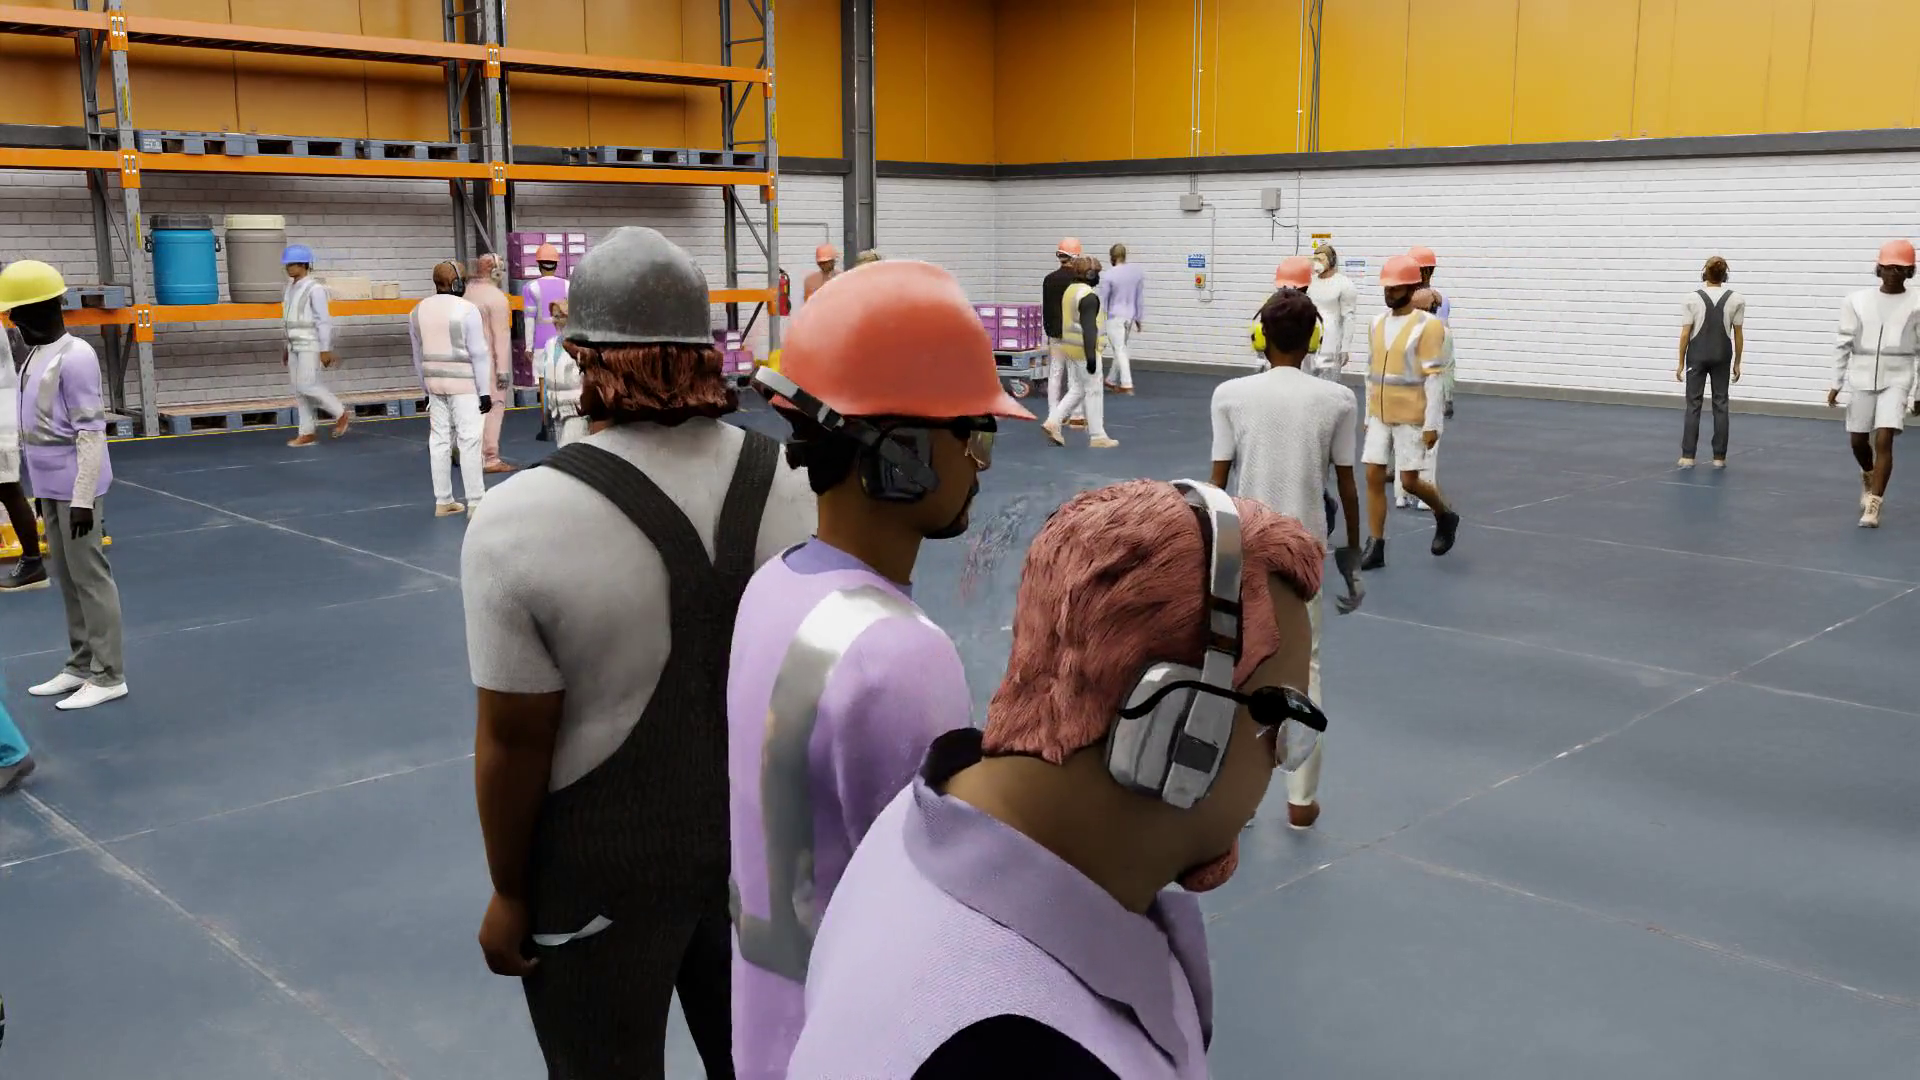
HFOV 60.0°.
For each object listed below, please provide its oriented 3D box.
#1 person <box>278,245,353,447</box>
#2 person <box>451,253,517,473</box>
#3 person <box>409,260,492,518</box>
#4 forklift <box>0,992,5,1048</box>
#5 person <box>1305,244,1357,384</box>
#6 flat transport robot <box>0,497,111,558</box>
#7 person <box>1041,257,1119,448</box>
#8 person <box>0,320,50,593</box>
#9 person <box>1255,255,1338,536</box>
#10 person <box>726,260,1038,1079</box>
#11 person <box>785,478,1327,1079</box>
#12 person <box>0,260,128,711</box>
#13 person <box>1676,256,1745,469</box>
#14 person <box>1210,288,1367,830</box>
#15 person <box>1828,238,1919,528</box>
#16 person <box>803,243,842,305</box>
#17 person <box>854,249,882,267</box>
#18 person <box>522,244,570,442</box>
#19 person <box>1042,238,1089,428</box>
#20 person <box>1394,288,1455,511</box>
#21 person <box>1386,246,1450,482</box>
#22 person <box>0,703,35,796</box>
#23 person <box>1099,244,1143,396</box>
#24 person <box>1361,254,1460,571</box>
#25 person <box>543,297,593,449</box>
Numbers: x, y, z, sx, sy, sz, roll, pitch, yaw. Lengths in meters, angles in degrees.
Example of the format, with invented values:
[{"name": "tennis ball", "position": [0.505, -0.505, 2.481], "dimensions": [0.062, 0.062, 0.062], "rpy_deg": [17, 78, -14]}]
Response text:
[{"name": "person", "position": [-6.252, -1.860, 15.984], "dimensions": [0.613, 1.932, 0.519], "rpy_deg": [9, 14, 41]}, {"name": "person", "position": [-4.086, -1.485, 14.108], "dimensions": [0.578, 1.883, 0.660], "rpy_deg": [-10, 14, -43]}, {"name": "person", "position": [-3.612, -1.073, 11.939], "dimensions": [0.625, 1.844, 0.429], "rpy_deg": [4, 11, 23]}, {"name": "forklift", "position": [-3.245, 0.323, 3.363], "dimensions": [2.313, 2.155, 1.214], "rpy_deg": [2, 11, 13]}, {"name": "person", "position": [3.444, -1.832, 15.811], "dimensions": [0.367, 1.939, 0.635], "rpy_deg": [-10, 14, -44]}, {"name": "flat transport robot", "position": [-6.170, -0.100, 10.916], "dimensions": [0.652, 0.197, 1.431], "rpy_deg": [-10, 15, -44]}, {"name": "person", "position": [1.145, -1.774, 15.825], "dimensions": [0.696, 1.822, 0.646], "rpy_deg": [-3, 11, -14]}, {"name": "person", "position": [-5.570, -0.642, 9.277], "dimensions": [0.790, 1.942, 0.619], "rpy_deg": [-7, 12, -33]}, {"name": "person", "position": [2.170, -0.863, 10.642], "dimensions": [0.582, 1.908, 0.759], "rpy_deg": [9, 14, 40]}, {"name": "person", "position": [-0.144, 0.656, 2.082], "dimensions": [1.047, 2.001, 0.607], "rpy_deg": [-2, 11, -13]}, {"name": "person", "position": [0.094, 0.867, 1.342], "dimensions": [0.965, 1.843, 0.659], "rpy_deg": [1, 10, 3]}, {"name": "person", "position": [-3.855, -0.231, 7.139], "dimensions": [0.381, 1.917, 0.585], "rpy_deg": [-10, 14, -43]}, {"name": "person", "position": [6.507, -1.535, 14.447], "dimensions": [0.517, 1.843, 0.325], "rpy_deg": [3, 11, 16]}, {"name": "person", "position": [1.114, 0.065, 5.736], "dimensions": [0.566, 1.847, 0.417], "rpy_deg": [2, 11, 11]}, {"name": "person", "position": [6.539, -1.124, 11.774], "dimensions": [0.612, 2.014, 0.914], "rpy_deg": [9, 14, 40]}, {"name": "person", "position": [-1.511, -2.501, 19.490], "dimensions": [0.628, 1.945, 0.851], "rpy_deg": [2, 11, 10]}, {"name": "person", "position": [-0.668, -1.225, 12.551], "dimensions": [0.646, 1.919, 0.451], "rpy_deg": [6, 12, 29]}, {"name": "person", "position": [-4.039, -1.942, 16.415], "dimensions": [0.550, 1.935, 0.375], "rpy_deg": [-6, 12, -30]}, {"name": "person", "position": [1.140, -2.172, 17.515], "dimensions": [0.608, 1.995, 0.377], "rpy_deg": [9, 14, 41]}, {"name": "person", "position": [3.394, -1.028, 12.252], "dimensions": [0.517, 1.640, 0.308], "rpy_deg": [10, 14, 43]}, {"name": "person", "position": [3.686, -1.397, 13.445], "dimensions": [0.358, 1.937, 0.548], "rpy_deg": [-4, 11, -23]}, {"name": "person", "position": [-3.761, 0.102, 5.720], "dimensions": [0.989, 1.784, 0.684], "rpy_deg": [-10, 14, -42]}, {"name": "person", "position": [1.970, -2.809, 21.226], "dimensions": [0.654, 1.901, 0.837], "rpy_deg": [-7, 13, -35]}, {"name": "person", "position": [2.718, -0.773, 10.108], "dimensions": [0.749, 1.917, 0.552], "rpy_deg": [-7, 13, -34]}, {"name": "person", "position": [-2.621, -0.862, 11.419], "dimensions": [0.525, 1.610, 0.751], "rpy_deg": [9, 14, 41]}]
